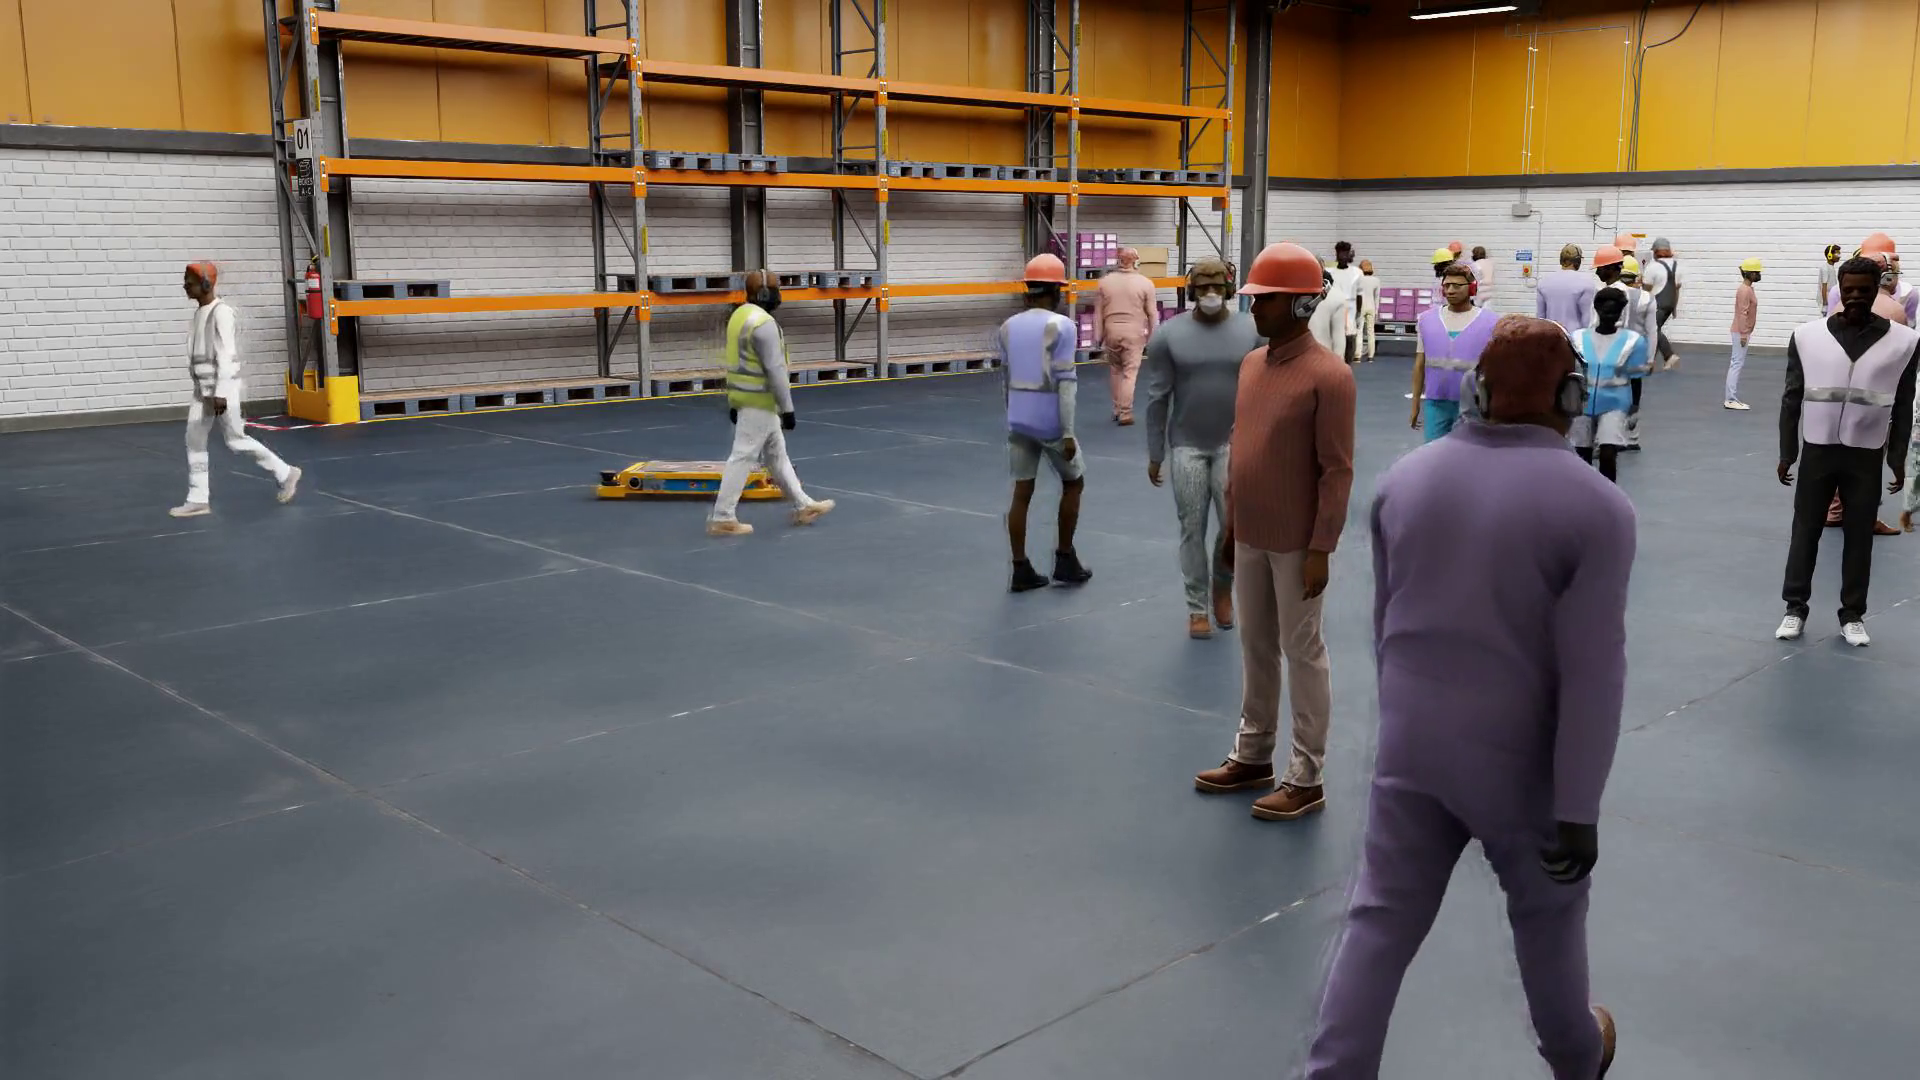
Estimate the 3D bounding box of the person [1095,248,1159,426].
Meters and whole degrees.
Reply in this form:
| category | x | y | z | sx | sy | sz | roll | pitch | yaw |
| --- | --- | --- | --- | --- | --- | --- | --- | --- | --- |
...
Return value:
| category | x | y | z | sx | sy | sz | roll | pitch | yaw |
| --- | --- | --- | --- | --- | --- | --- | --- | --- | --- |
| person | 1.828 | -2.183 | 17.889 | 0.678 | 1.876 | 0.806 | 5 | 11 | 25 |

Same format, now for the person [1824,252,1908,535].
| category | x | y | z | sx | sy | sz | roll | pitch | yaw |
| --- | --- | --- | --- | --- | --- | --- | --- | --- | --- |
| person | 6.195 | -0.992 | 11.321 | 0.408 | 1.908 | 0.645 | -2 | 11 | -10 |

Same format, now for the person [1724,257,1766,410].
| category | x | y | z | sx | sy | sz | roll | pitch | yaw |
| --- | --- | --- | --- | --- | --- | --- | --- | --- | --- |
| person | 9.156 | -2.402 | 19.393 | 0.326 | 1.767 | 0.533 | 5 | 11 | 25 |

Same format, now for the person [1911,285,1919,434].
| category | x | y | z | sx | sy | sz | roll | pitch | yaw |
| --- | --- | --- | --- | --- | --- | --- | --- | --- | --- |
| person | 9.904 | -1.978 | 16.750 | 0.574 | 1.887 | 0.356 | 1 | 10 | 4 |

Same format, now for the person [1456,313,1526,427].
| category | x | y | z | sx | sy | sz | roll | pitch | yaw |
| --- | --- | --- | --- | --- | --- | --- | --- | --- | --- |
| person | 2.763 | -0.328 | 8.441 | 0.498 | 1.634 | 0.279 | 3 | 11 | 17 |

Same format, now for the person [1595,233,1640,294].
| category | x | y | z | sx | sy | sz | roll | pitch | yaw |
| --- | --- | --- | --- | --- | --- | --- | --- | --- | --- |
| person | 7.673 | -2.540 | 19.402 | 0.607 | 2.039 | 0.395 | -4 | 11 | -22 |

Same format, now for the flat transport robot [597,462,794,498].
| category | x | y | z | sx | sy | sz | roll | pitch | yaw |
| --- | --- | --- | --- | --- | --- | --- | --- | --- | --- |
| flat transport robot | -2.040 | -0.477 | 12.976 | 1.431 | 0.197 | 0.652 | 1 | 10 | 3 |

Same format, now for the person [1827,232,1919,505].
| category | x | y | z | sx | sy | sz | roll | pitch | yaw |
| --- | --- | --- | --- | --- | --- | --- | --- | --- | --- |
| person | 6.827 | -1.279 | 12.512 | 0.609 | 2.043 | 0.397 | 4 | 11 | 21 |

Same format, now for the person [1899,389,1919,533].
| category | x | y | z | sx | sy | sz | roll | pitch | yaw |
| --- | --- | --- | --- | --- | --- | --- | --- | --- | --- |
| person | 4.382 | -0.148 | 7.251 | 0.464 | 1.719 | 0.494 | -6 | 12 | -29 |

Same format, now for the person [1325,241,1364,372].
| category | x | y | z | sx | sy | sz | roll | pitch | yaw |
| --- | --- | --- | --- | --- | --- | --- | --- | --- | --- |
| person | 5.137 | -3.049 | 22.458 | 0.624 | 1.924 | 0.955 | 2 | 11 | 8 |

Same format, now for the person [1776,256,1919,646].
| category | x | y | z | sx | sy | sz | roll | pitch | yaw |
| --- | --- | --- | --- | --- | --- | --- | --- | --- | --- |
| person | 4.392 | -0.439 | 8.273 | 0.591 | 1.919 | 0.392 | 5 | 11 | 24 |

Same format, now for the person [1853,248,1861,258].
| category | x | y | z | sx | sy | sz | roll | pitch | yaw |
| --- | --- | --- | --- | --- | --- | --- | --- | --- | --- |
| person | 11.323 | -2.757 | 21.062 | 0.535 | 1.863 | 0.331 | -4 | 11 | -19 |

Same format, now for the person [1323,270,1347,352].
| category | x | y | z | sx | sy | sz | roll | pitch | yaw |
| --- | --- | --- | --- | --- | --- | --- | --- | --- | --- |
| person | 3.604 | -1.866 | 16.667 | 0.543 | 1.685 | 0.343 | 4 | 11 | 20 |

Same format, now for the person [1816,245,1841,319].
| category | x | y | z | sx | sy | sz | roll | pitch | yaw |
| --- | --- | --- | --- | --- | --- | --- | --- | --- | --- |
| person | 13.766 | -3.733 | 26.382 | 0.325 | 1.866 | 0.521 | 7 | 12 | 32 |

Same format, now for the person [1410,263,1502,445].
| category | x | y | z | sx | sy | sz | roll | pitch | yaw |
| --- | --- | --- | --- | --- | --- | --- | --- | --- | --- |
| person | 3.237 | -0.878 | 10.863 | 0.572 | 1.843 | 0.373 | 7 | 12 | 32 |

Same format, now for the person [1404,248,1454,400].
| category | x | y | z | sx | sy | sz | roll | pitch | yaw |
| --- | --- | --- | --- | --- | --- | --- | --- | --- | --- |
| person | 5.921 | -2.595 | 20.174 | 1.005 | 1.875 | 0.598 | 9 | 13 | 39 |

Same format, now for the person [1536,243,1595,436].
| category | x | y | z | sx | sy | sz | roll | pitch | yaw |
| --- | --- | --- | --- | --- | --- | --- | --- | --- | --- |
| person | 6.130 | -2.022 | 16.848 | 0.368 | 1.939 | 0.632 | -8 | 13 | -39 |

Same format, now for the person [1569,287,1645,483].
| category | x | y | z | sx | sy | sz | roll | pitch | yaw |
| --- | --- | --- | --- | --- | --- | --- | --- | --- | --- |
| person | 4.348 | -0.882 | 11.333 | 0.538 | 1.680 | 0.452 | 7 | 12 | 33 |

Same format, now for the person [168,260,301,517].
| category | x | y | z | sx | sy | sz | roll | pitch | yaw |
| --- | --- | --- | --- | --- | --- | --- | --- | --- | --- |
| person | -5.355 | -1.113 | 12.150 | 0.573 | 1.851 | 0.875 | 9 | 14 | 39 |

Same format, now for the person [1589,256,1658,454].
| category | x | y | z | sx | sy | sz | roll | pitch | yaw |
| --- | --- | --- | --- | --- | --- | --- | --- | --- | --- |
| person | 6.159 | -1.715 | 15.471 | 0.600 | 1.829 | 0.404 | 6 | 12 | 28 |

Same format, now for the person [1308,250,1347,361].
| category | x | y | z | sx | sy | sz | roll | pitch | yaw |
| --- | --- | --- | --- | --- | --- | --- | --- | --- | --- |
| person | 3.015 | -1.543 | 14.350 | 0.632 | 1.904 | 0.876 | 1 | 10 | 4 |

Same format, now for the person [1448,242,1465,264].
| category | x | y | z | sx | sy | sz | roll | pitch | yaw |
| --- | --- | --- | --- | --- | --- | --- | --- | --- | --- |
| person | 8.956 | -4.389 | 29.835 | 0.530 | 1.909 | 0.580 | 5 | 11 | 25 |

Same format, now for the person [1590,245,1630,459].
| category | x | y | z | sx | sy | sz | roll | pitch | yaw |
| --- | --- | --- | --- | --- | --- | --- | --- | --- | --- |
| person | 5.862 | -1.696 | 15.098 | 0.368 | 1.929 | 0.542 | 4 | 11 | 21 |

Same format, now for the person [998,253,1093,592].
| category | x | y | z | sx | sy | sz | roll | pitch | yaw |
| --- | --- | --- | --- | --- | --- | --- | --- | --- | --- |
| person | 0.516 | -0.675 | 9.556 | 0.587 | 1.911 | 0.713 | 9 | 14 | 40 |

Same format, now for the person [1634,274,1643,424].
| category | x | y | z | sx | sy | sz | roll | pitch | yaw |
| --- | --- | --- | --- | --- | --- | --- | --- | --- | --- |
| person | 7.169 | -2.066 | 17.924 | 0.286 | 1.631 | 0.501 | -1 | 10 | -4 |

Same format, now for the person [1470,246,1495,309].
| category | x | y | z | sx | sy | sz | roll | pitch | yaw |
| --- | --- | --- | --- | --- | --- | --- | --- | --- | --- |
| person | 9.295 | -4.386 | 30.078 | 0.644 | 1.815 | 0.823 | -6 | 12 | -31 |

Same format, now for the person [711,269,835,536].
| category | x | y | z | sx | sy | sz | roll | pitch | yaw |
| --- | --- | --- | --- | --- | --- | --- | --- | --- | --- |
| person | -1.303 | -0.935 | 11.330 | 0.971 | 1.787 | 0.657 | -4 | 11 | -23 |

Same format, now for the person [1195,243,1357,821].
| category | x | y | z | sx | sy | sz | roll | pitch | yaw |
| --- | --- | --- | --- | --- | --- | --- | --- | --- | --- |
| person | 1.116 | -0.029 | 5.827 | 0.375 | 1.995 | 0.609 | -5 | 12 | -26 |

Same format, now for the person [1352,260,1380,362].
| category | x | y | z | sx | sy | sz | roll | pitch | yaw |
| --- | --- | --- | --- | --- | --- | --- | --- | --- | --- |
| person | 6.463 | -3.654 | 26.583 | 0.504 | 1.632 | 0.266 | -3 | 11 | -14 |

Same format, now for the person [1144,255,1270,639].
| category | x | y | z | sx | sy | sz | roll | pitch | yaw |
| --- | --- | --- | --- | --- | --- | --- | --- | --- | --- |
| person | 1.237 | -0.446 | 8.288 | 0.657 | 1.922 | 0.448 | 1 | 10 | 6 |

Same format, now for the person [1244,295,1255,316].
| category | x | y | z | sx | sy | sz | roll | pitch | yaw |
| --- | --- | --- | --- | --- | --- | --- | --- | --- | --- |
| person | 4.239 | -3.047 | 23.333 | 0.530 | 1.609 | 0.760 | 4 | 11 | 21 |

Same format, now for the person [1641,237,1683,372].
| category | x | y | z | sx | sy | sz | roll | pitch | yaw |
| --- | --- | --- | --- | --- | --- | --- | --- | --- | --- |
| person | 10.481 | -3.542 | 24.856 | 0.686 | 2.000 | 0.923 | -5 | 12 | -26 |

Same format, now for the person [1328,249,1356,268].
| category | x | y | z | sx | sy | sz | roll | pitch | yaw |
| --- | --- | --- | --- | --- | --- | --- | --- | --- | --- |
| person | 6.638 | -4.229 | 29.256 | 0.641 | 1.805 | 0.691 | -6 | 12 | -29 |

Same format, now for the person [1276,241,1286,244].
| category | x | y | z | sx | sy | sz | roll | pitch | yaw |
| --- | --- | --- | --- | --- | --- | --- | --- | --- | --- |
| person | 5.619 | -4.301 | 29.314 | 0.681 | 1.938 | 0.967 | 7 | 13 | 35 |

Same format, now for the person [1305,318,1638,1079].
| category | x | y | z | sx | sy | sz | roll | pitch | yaw |
| --- | --- | --- | --- | --- | --- | --- | --- | --- | --- |
| person | 1.150 | 0.456 | 3.599 | 1.038 | 1.843 | 0.659 | -8 | 13 | -39 |
